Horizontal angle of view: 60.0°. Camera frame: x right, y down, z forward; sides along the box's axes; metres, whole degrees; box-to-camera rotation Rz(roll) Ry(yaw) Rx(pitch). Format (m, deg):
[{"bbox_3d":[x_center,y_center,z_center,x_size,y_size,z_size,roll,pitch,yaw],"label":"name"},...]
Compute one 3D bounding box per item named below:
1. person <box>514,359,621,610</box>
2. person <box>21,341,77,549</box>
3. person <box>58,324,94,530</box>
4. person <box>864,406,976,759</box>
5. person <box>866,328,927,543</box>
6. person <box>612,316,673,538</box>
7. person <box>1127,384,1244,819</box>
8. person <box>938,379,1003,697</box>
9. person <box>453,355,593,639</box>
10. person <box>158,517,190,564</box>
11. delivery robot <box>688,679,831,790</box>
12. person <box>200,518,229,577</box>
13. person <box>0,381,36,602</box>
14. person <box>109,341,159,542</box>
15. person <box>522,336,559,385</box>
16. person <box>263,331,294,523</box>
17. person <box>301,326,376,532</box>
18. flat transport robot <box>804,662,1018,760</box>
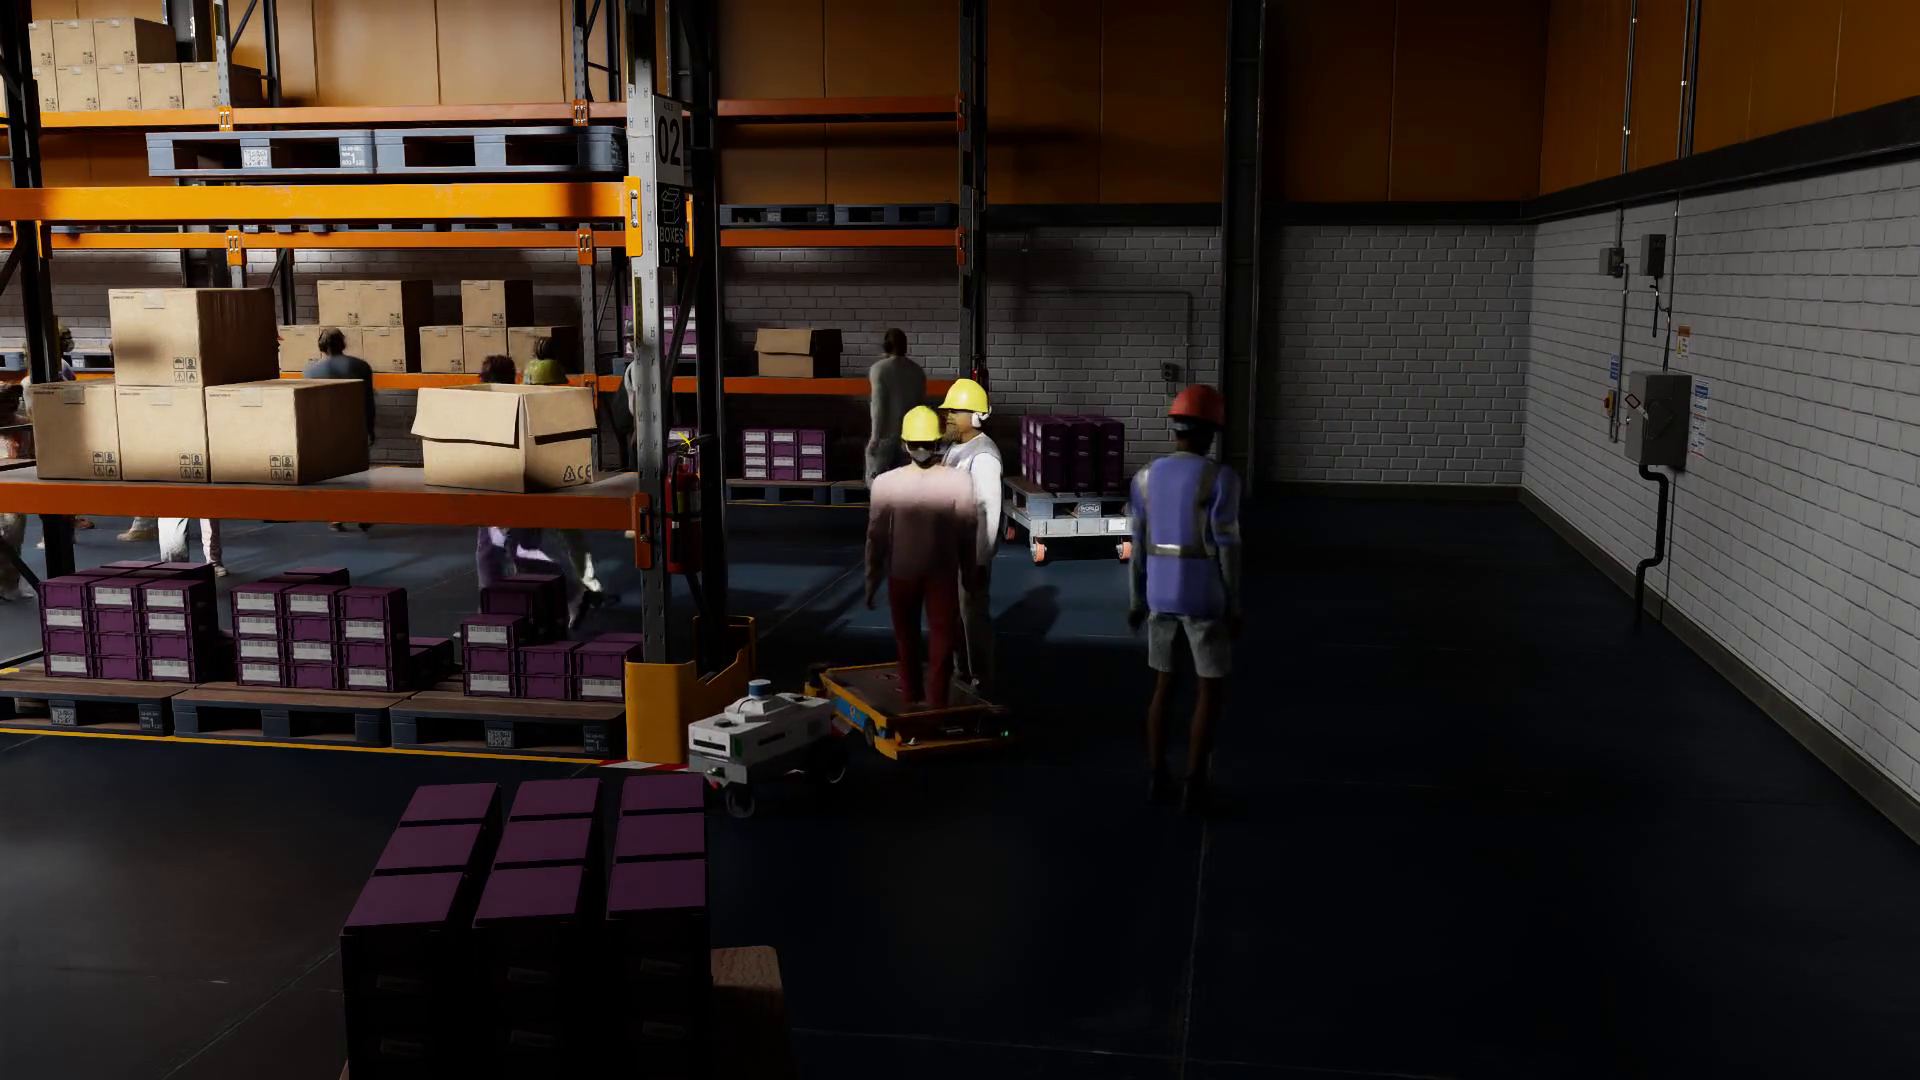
[{"bbox_3d":[-2.808,-0.359,11.669,0.861,1.797,0.597,3,10,20],"label":"person"},{"bbox_3d":[-7.961,-0.840,14.508,0.337,1.845,0.513,1,9,9],"label":"person"},{"bbox_3d":[-8.408,-1.056,15.552,0.353,1.937,0.635,-7,12,-38],"label":"person"},{"bbox_3d":[-0.198,0.218,8.215,0.554,1.750,0.562,0,9,0],"label":"person"},{"bbox_3d":[-0.547,-0.888,14.575,0.687,1.923,0.724,-8,12,-41],"label":"person"},{"bbox_3d":[-2.893,-1.045,15.169,0.535,2.000,0.686,1,9,5],"label":"person"},{"bbox_3d":[0.998,0.271,7.407,0.615,1.908,0.521,8,12,41],"label":"person"},{"bbox_3d":[0.021,0.041,9.058,0.404,1.836,0.600,-3,10,-17],"label":"person"},{"bbox_3d":[-2.893,-0.273,10.893,0.814,1.883,0.651,0,9,1],"label":"person"},{"bbox_3d":[-5.895,-0.537,12.511,0.356,1.883,0.573,-7,11,-36],"label":"person"},{"bbox_3d":[-0.905,0.878,7.546,0.477,0.478,0.707,6,11,32],"label":"delivery robot"},{"bbox_3d":[-6.039,-0.679,13.039,0.624,1.992,0.386,-7,11,-35],"label":"person"},{"bbox_3d":[-6.943,-0.348,12.135,0.403,1.622,0.530,1,9,8],"label":"person"},{"bbox_3d":[-7.435,-0.909,14.941,0.429,1.841,0.633,-1,9,-5],"label":"person"},{"bbox_3d":[-4.251,-1.141,16.609,0.895,1.796,0.662,1,9,3],"label":"person"},{"bbox_3d":[-6.652,-1.132,16.023,0.356,1.939,0.543,-5,10,-28],"label":"person"},{"bbox_3d":[-5.684,-1.002,15.286,0.638,1.918,0.673,-5,11,-29],"label":"person"},{"bbox_3d":[-0.293,0.863,8.805,0.652,0.197,1.431,-4,10,-23],"label":"flat transport robot"}]
